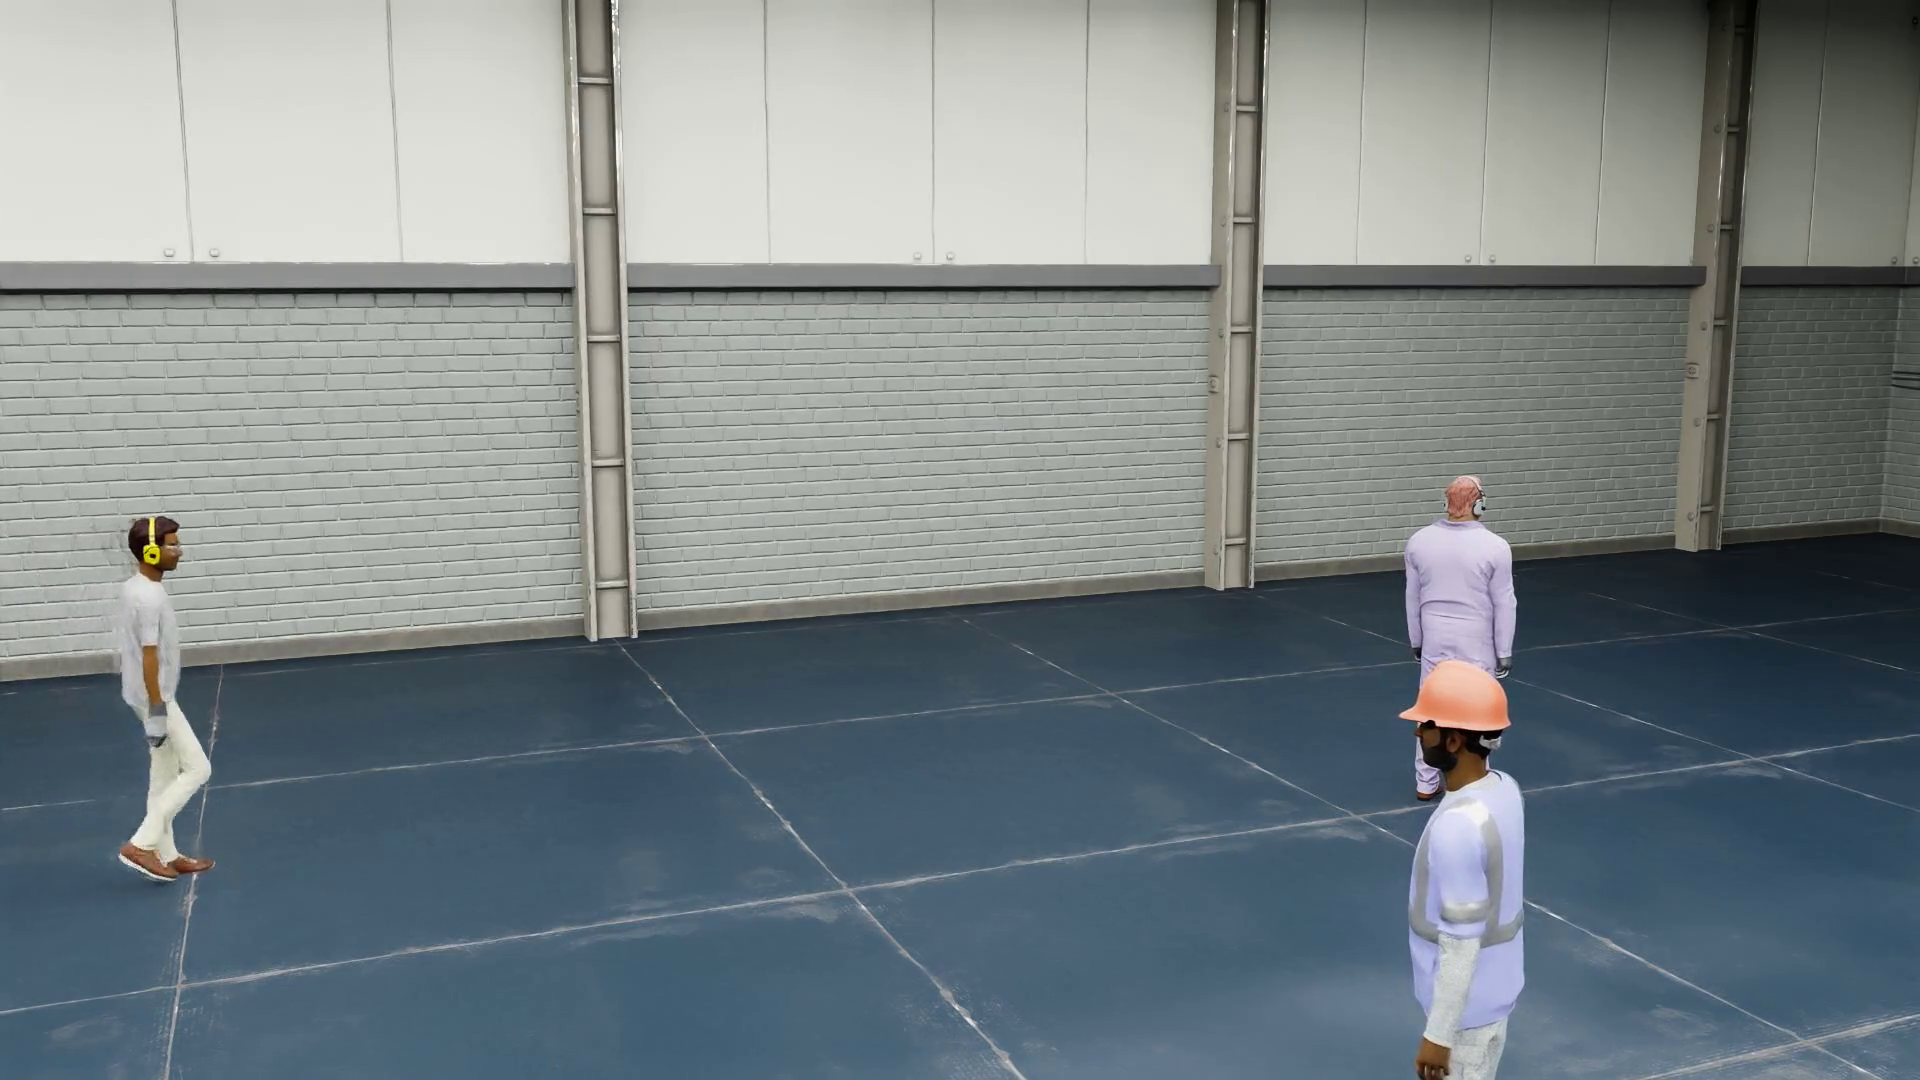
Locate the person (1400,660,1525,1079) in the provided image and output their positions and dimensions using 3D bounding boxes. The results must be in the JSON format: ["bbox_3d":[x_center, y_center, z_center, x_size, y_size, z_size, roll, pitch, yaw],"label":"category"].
[{"bbox_3d":[1.436,1.305,4.844,0.373,1.939,0.545,5,10,30],"label":"person"}]

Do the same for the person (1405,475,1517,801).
[{"bbox_3d":[2.858,0.581,9.482,0.643,1.910,0.411,8,12,40],"label":"person"}]

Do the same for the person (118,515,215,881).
[{"bbox_3d":[-3.972,0.797,8.316,0.377,1.856,0.511,-6,11,-35],"label":"person"}]
